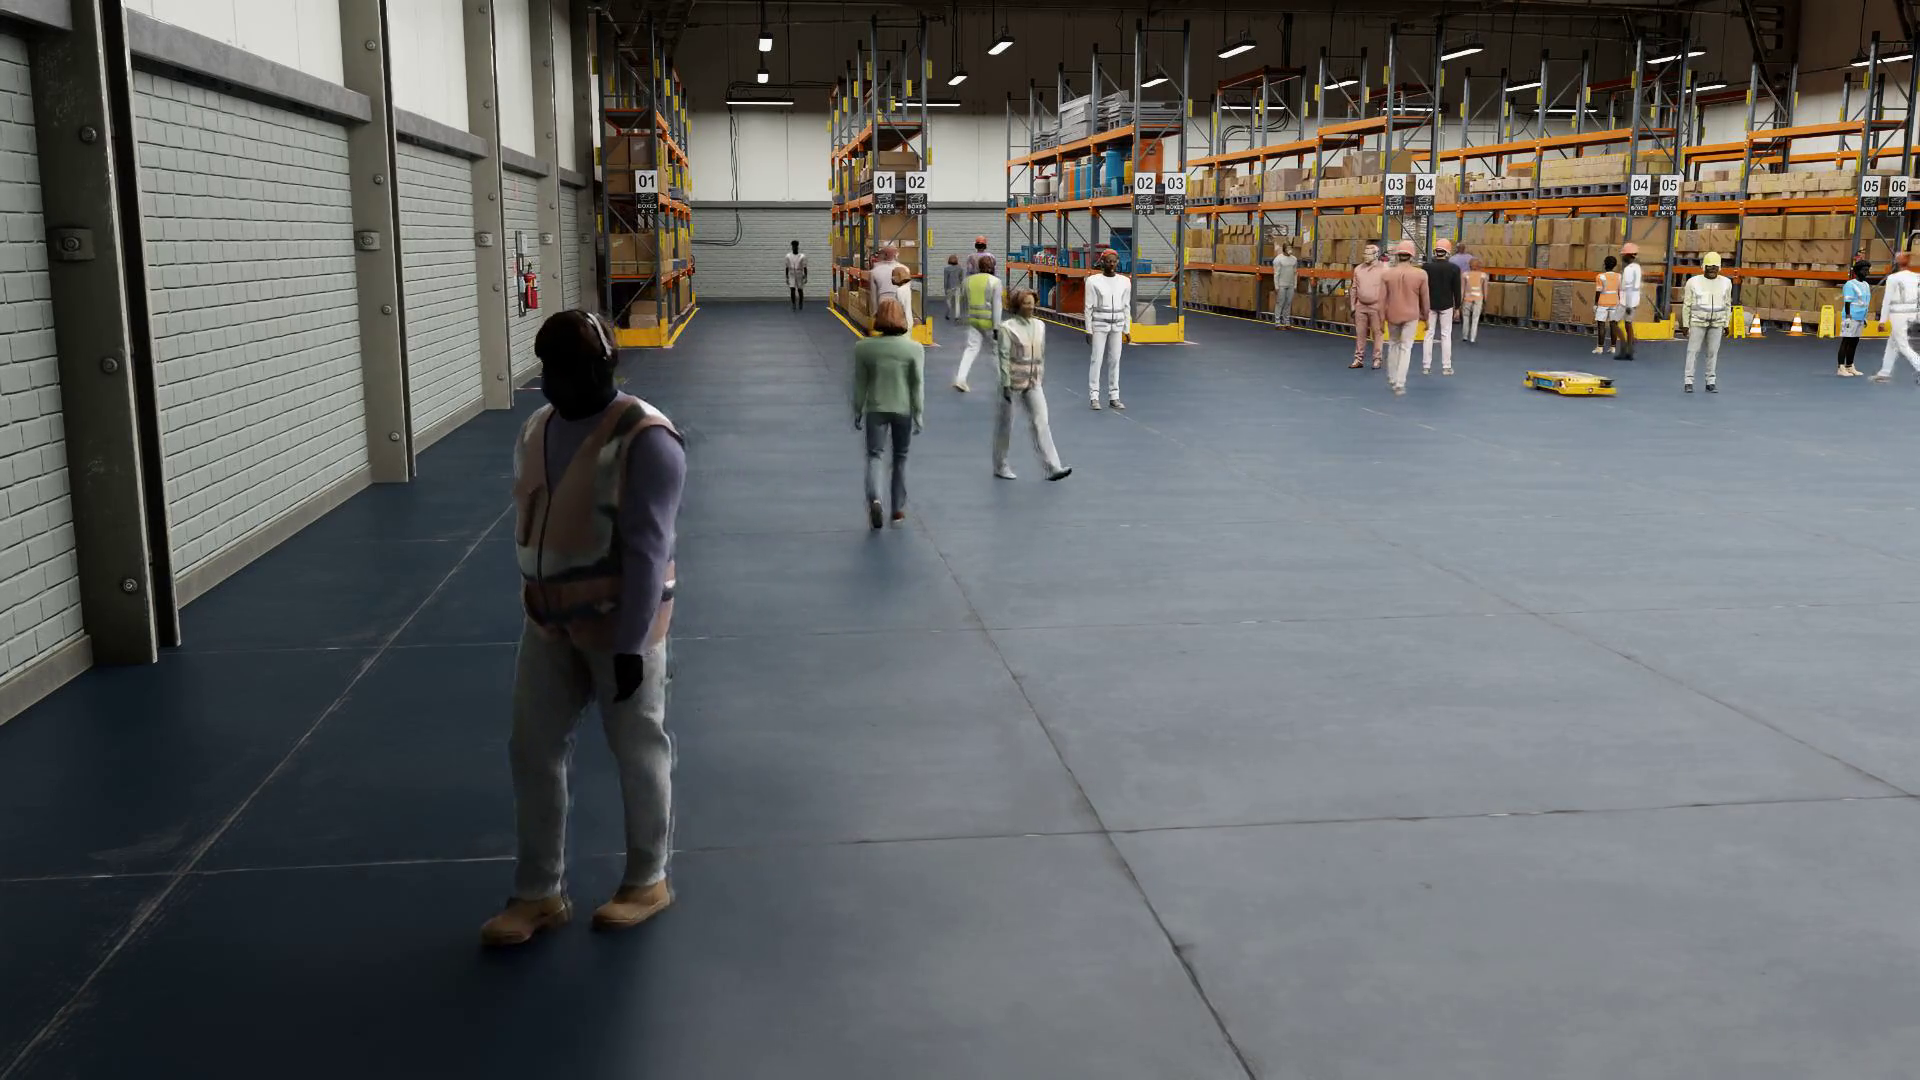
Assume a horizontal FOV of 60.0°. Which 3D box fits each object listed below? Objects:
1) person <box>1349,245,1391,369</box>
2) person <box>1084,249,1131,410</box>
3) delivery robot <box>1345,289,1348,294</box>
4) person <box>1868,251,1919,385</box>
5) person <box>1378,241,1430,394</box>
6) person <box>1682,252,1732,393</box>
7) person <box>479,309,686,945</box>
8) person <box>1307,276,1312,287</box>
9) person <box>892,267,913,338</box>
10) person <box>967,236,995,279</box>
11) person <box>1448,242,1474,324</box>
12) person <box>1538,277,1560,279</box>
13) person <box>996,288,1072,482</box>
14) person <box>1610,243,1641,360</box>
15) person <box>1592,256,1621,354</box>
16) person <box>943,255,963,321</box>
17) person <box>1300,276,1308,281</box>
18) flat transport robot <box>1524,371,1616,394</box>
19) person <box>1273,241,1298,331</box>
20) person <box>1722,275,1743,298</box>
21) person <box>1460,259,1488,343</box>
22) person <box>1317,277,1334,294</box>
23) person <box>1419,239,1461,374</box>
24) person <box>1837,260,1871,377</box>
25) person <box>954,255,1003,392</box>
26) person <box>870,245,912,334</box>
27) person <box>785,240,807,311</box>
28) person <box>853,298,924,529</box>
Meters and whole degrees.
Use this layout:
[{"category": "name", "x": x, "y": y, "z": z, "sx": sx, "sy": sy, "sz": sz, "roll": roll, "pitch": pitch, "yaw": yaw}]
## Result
[{"category": "person", "x": 6.295, "y": -3.574, "z": 25.562, "sx": 0.652, "sy": 1.903, "sz": 0.403, "roll": 7, "pitch": 13, "yaw": 35}, {"category": "person", "x": 1.742, "y": -2.472, "z": 19.582, "sx": 0.574, "sy": 1.882, "sz": 0.356, "roll": -3, "pitch": 11, "yaw": -17}, {"category": "delivery robot", "x": 11.754, "y": -7.371, "z": 49.818, "sx": 0.477, "sy": 0.478, "sz": 0.707, "roll": -6, "pitch": 12, "yaw": -31}, {"category": "person", "x": 13.024, "y": -3.053, "z": 22.887, "sx": 0.578, "sy": 1.843, "sz": 0.958, "roll": -4, "pitch": 11, "yaw": -22}, {"category": "person", "x": 5.818, "y": -2.899, "z": 21.708, "sx": 0.623, "sy": 1.959, "sz": 0.893, "roll": 5, "pitch": 12, "yaw": 27}, {"category": "person", "x": 9.739, "y": -2.830, "z": 21.689, "sx": 0.601, "sy": 1.827, "sz": 0.404, "roll": 1, "pitch": 10, "yaw": 8}, {"category": "person", "x": -1.102, "y": 0.265, "z": 4.753, "sx": 0.640, "sy": 1.828, "sz": 0.603, "roll": 6, "pitch": 12, "yaw": 30}, {"category": "person", "x": 10.407, "y": -7.952, "z": 49.534, "sx": 0.556, "sy": 1.921, "sz": 0.401, "roll": -1, "pitch": 10, "yaw": -4}, {"category": "person", "x": -0.783, "y": -2.892, "z": 22.604, "sx": 0.289, "sy": 1.623, "sz": 0.506, "roll": 2, "pitch": 11, "yaw": 10}, {"category": "person", "x": 0.445, "y": -5.425, "z": 35.326, "sx": 0.606, "sy": 2.044, "sz": 0.373, "roll": 0, "pitch": 10, "yaw": 3}, {"category": "person", "x": 11.660, "y": -5.996, "z": 38.866, "sx": 0.676, "sy": 1.891, "sz": 0.431, "roll": -1, "pitch": 10, "yaw": -6}, {"category": "person", "x": 14.220, "y": -6.248, "z": 40.131, "sx": 0.545, "sy": 1.939, "sz": 0.354, "roll": 2, "pitch": 11, "yaw": 12}, {"category": "person", "x": 0.556, "y": -1.263, "z": 13.719, "sx": 0.547, "sy": 1.590, "sz": 0.845, "roll": -8, "pitch": 13, "yaw": -36}, {"category": "person", "x": 10.953, "y": -3.905, "z": 27.334, "sx": 0.432, "sy": 1.920, "sz": 0.553, "roll": 9, "pitch": 14, "yaw": 40}, {"category": "person", "x": 11.208, "y": -4.060, "z": 28.796, "sx": 0.541, "sy": 1.696, "sz": 0.315, "roll": -2, "pitch": 11, "yaw": -12}, {"category": "person", "x": -0.167, "y": -6.070, "z": 40.112, "sx": 0.512, "sy": 1.580, "sz": 0.883, "roll": -2, "pitch": 11, "yaw": -13}, {"category": "person", "x": 9.132, "y": -7.129, "z": 44.863, "sx": 0.638, "sy": 1.977, "sz": 0.478, "roll": -2, "pitch": 10, "yaw": -9}, {"category": "flat transport robot", "x": 7.982, "y": -2.072, "z": 21.807, "sx": 0.652, "sy": 0.197, "sz": 1.431, "roll": 0, "pitch": 10, "yaw": -2}, {"category": "person", "x": 7.038, "y": -5.484, "z": 35.976, "sx": 0.626, "sy": 1.933, "sz": 0.371, "roll": -6, "pitch": 12, "yaw": -29}, {"category": "person", "x": 20.899, "y": -7.120, "z": 44.968, "sx": 0.585, "sy": 1.919, "sz": 0.388, "roll": -2, "pitch": 10, "yaw": -10}, {"category": "person", "x": 9.895, "y": -4.606, "z": 32.057, "sx": 0.536, "sy": 1.586, "sz": 0.863, "roll": 2, "pitch": 11, "yaw": 13}, {"category": "person", "x": 10.499, "y": -7.674, "z": 47.735, "sx": 0.622, "sy": 2.020, "sz": 0.788, "roll": -1, "pitch": 10, "yaw": -3}, {"category": "person", "x": 7.095, "y": -3.447, "z": 24.615, "sx": 0.623, "sy": 1.992, "sz": 0.396, "roll": 5, "pitch": 11, "yaw": 25}, {"category": "person", "x": 12.988, "y": -3.208, "z": 24.134, "sx": 0.532, "sy": 1.692, "sz": 0.320, "roll": -7, "pitch": 12, "yaw": -34}, {"category": "person", "x": 0.293, "y": -2.829, "z": 21.794, "sx": 0.638, "sy": 1.800, "sz": 0.977, "roll": 9, "pitch": 13, "yaw": 39}, {"category": "person", "x": -0.987, "y": -3.451, "z": 24.902, "sx": 0.661, "sy": 1.887, "sz": 0.643, "roll": 3, "pitch": 11, "yaw": 18}, {"category": "person", "x": -4.472, "y": -7.235, "z": 45.509, "sx": 0.605, "sy": 1.949, "sz": 0.740, "roll": 0, "pitch": 10, "yaw": 3}, {"category": "person", "x": -0.502, "y": -0.884, "z": 11.622, "sx": 0.507, "sy": 1.605, "sz": 0.714, "roll": 1, "pitch": 10, "yaw": 3}]
